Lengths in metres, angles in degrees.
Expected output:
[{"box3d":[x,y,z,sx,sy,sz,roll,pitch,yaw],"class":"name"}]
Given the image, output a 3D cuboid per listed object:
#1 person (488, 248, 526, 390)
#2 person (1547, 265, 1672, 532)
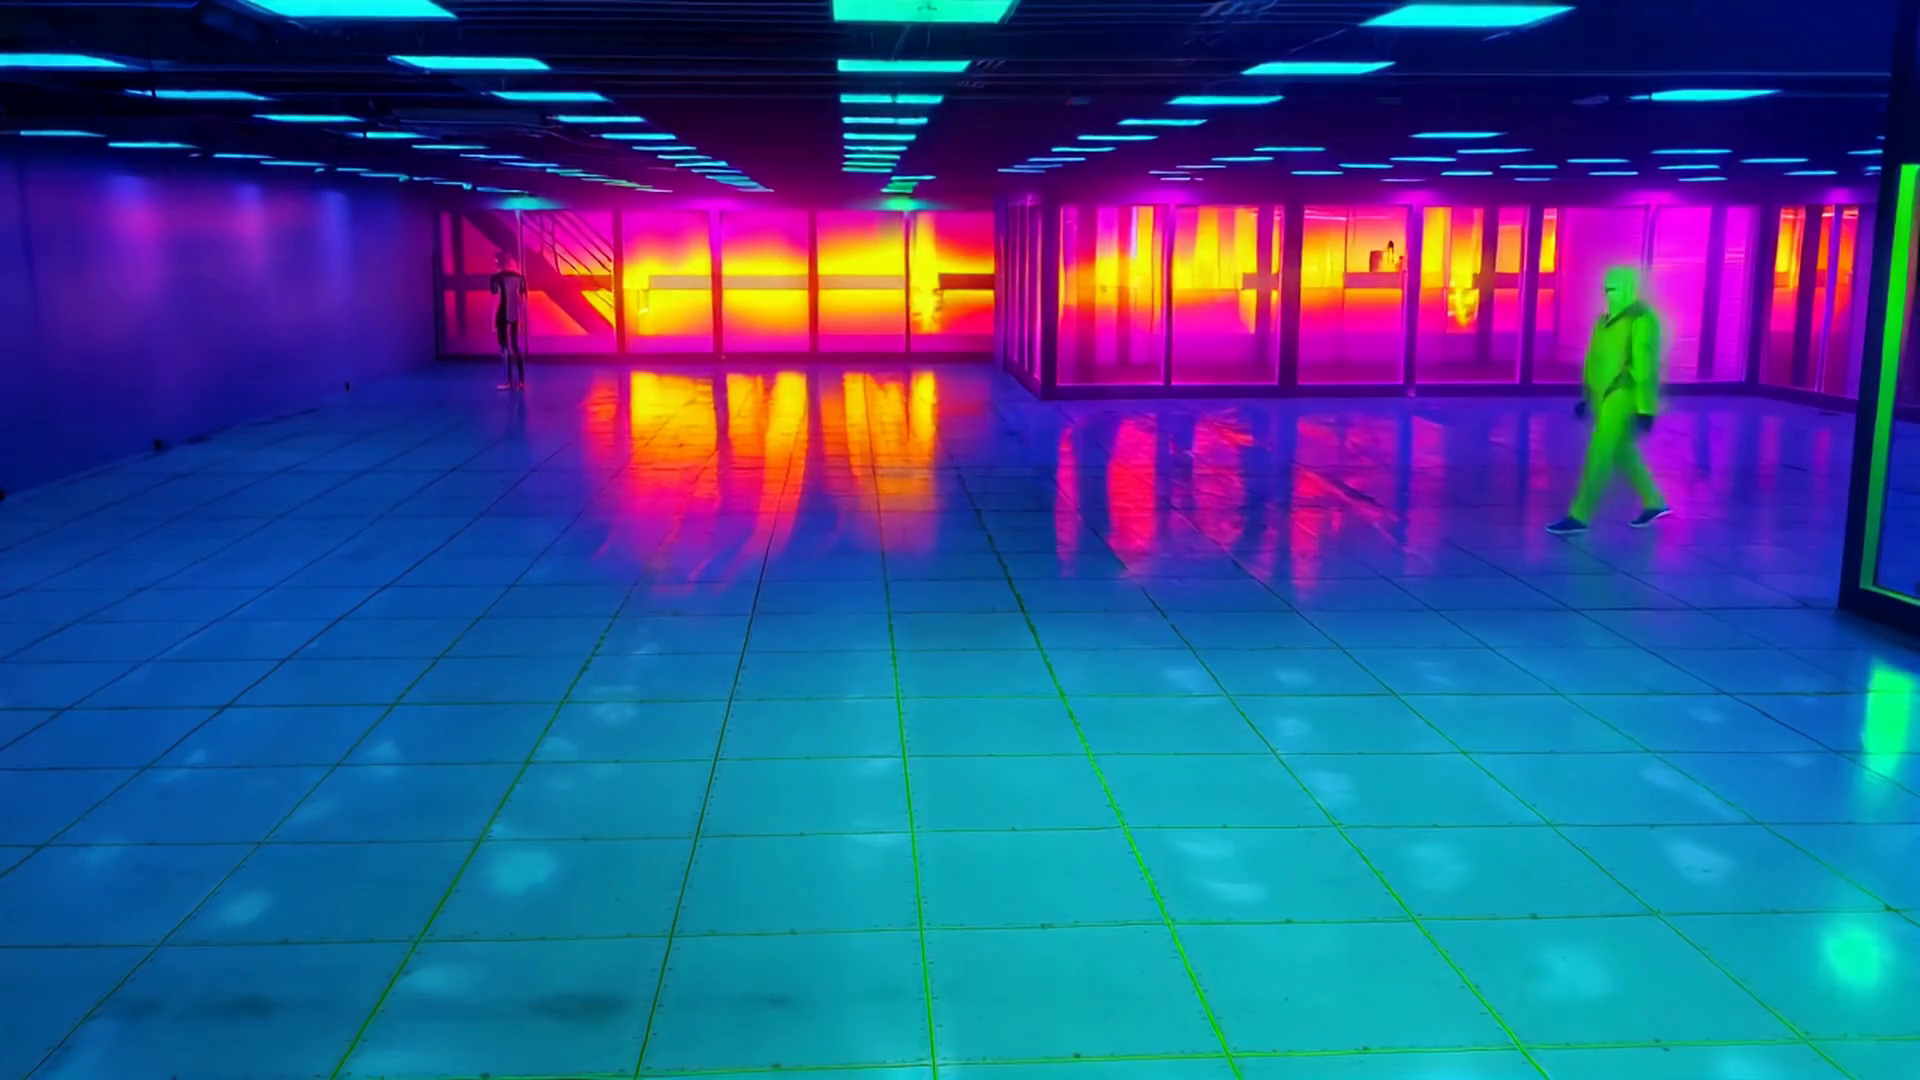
[{"box3d":[-5.999,-2.913,22.003,0.530,1.869,0.311,-10,14,-42],"class":"person"},{"box3d":[4.626,-0.989,11.646,0.978,1.865,0.657,-2,11,-9],"class":"person"}]
